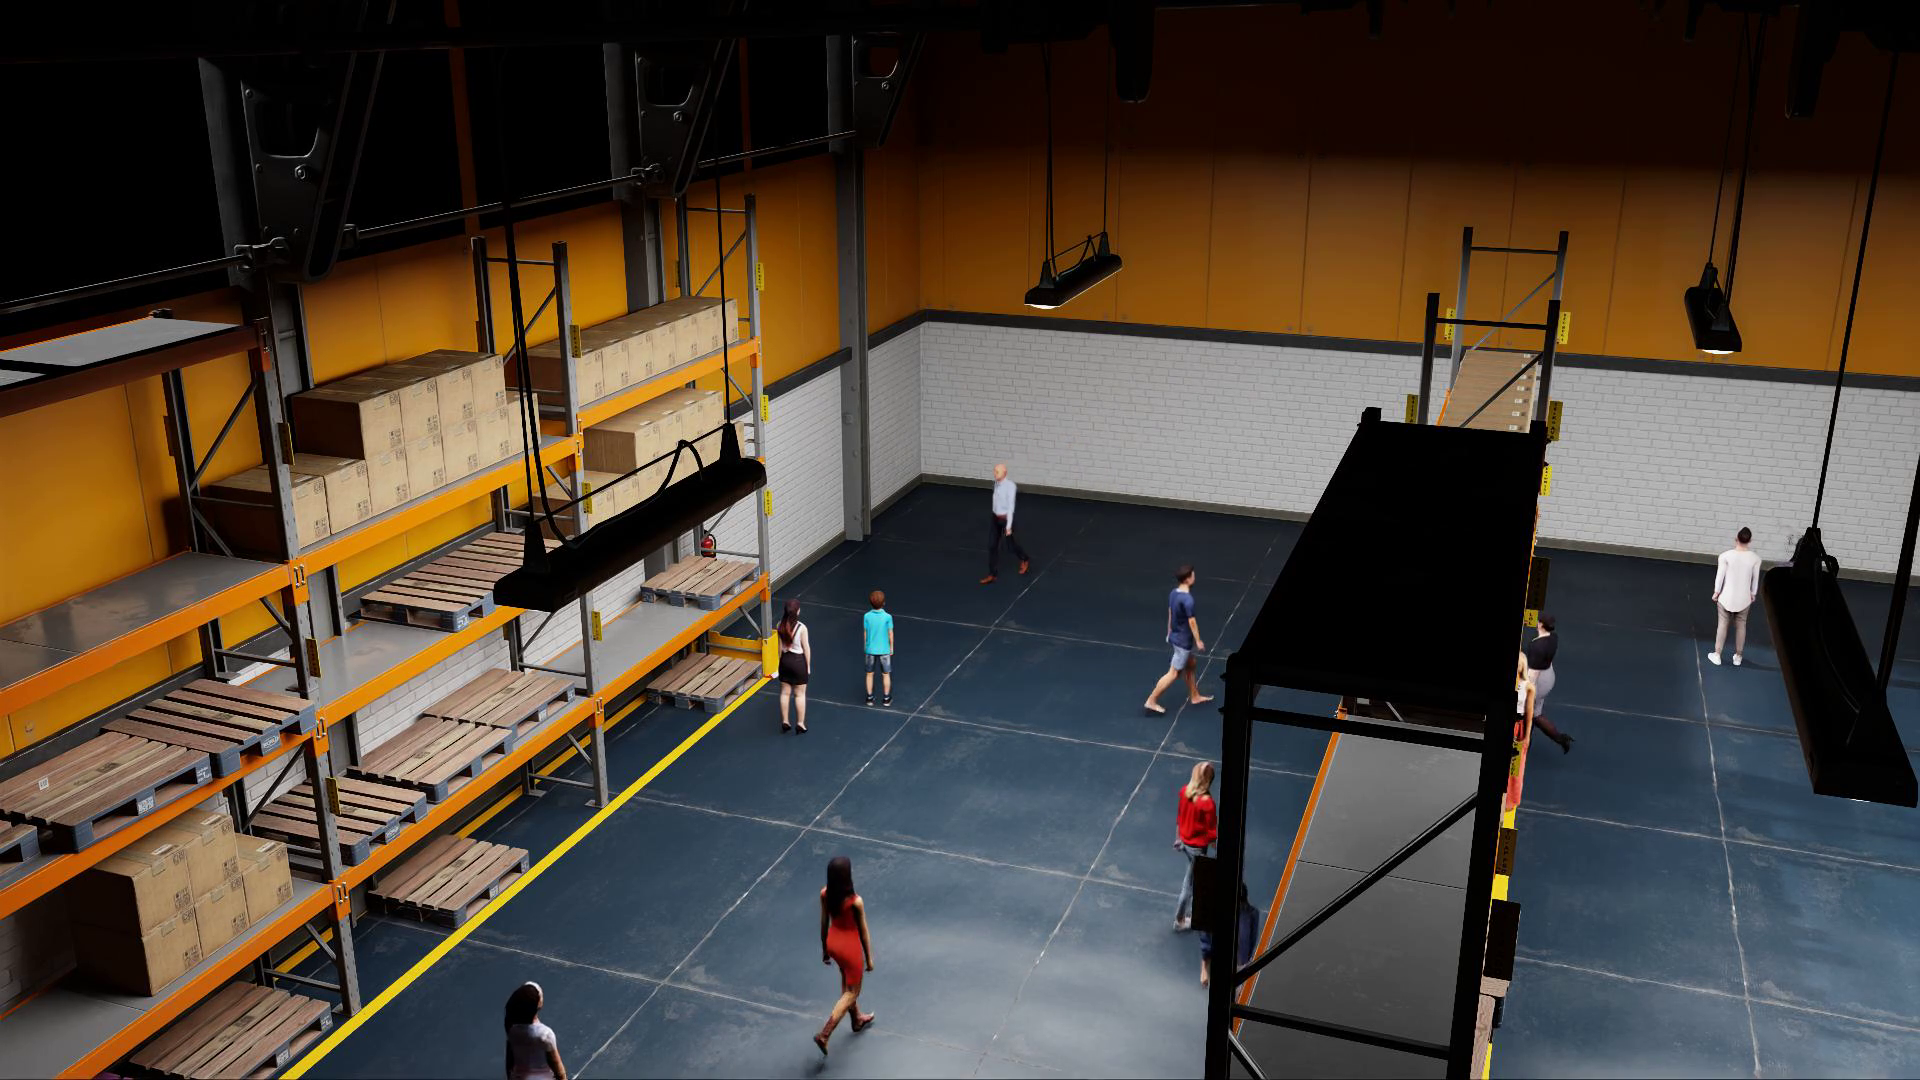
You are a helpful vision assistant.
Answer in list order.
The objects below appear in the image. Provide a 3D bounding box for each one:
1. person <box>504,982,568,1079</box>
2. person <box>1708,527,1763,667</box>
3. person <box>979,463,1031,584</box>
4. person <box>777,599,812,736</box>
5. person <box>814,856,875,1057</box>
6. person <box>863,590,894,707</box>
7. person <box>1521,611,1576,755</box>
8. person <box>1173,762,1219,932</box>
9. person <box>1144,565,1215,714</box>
[{"bbox_3d":[-3.023,3.983,11.620,0.769,1.764,1.231,10,21,27],"label":"person"},{"bbox_3d":[9.904,0.704,21.237,0.696,1.840,0.599,4,19,12],"label":"person"},{"bbox_3d":[0.697,-0.252,24.188,1.237,1.768,0.998,-16,24,-39],"label":"person"},{"bbox_3d":[-1.933,1.465,19.277,0.555,1.648,0.519,5,19,15],"label":"person"},{"bbox_3d":[-0.967,3.383,13.502,0.780,1.700,1.095,12,22,32],"label":"person"},{"bbox_3d":[-0.998,1.297,20.091,0.567,1.448,0.568,1,19,3],"label":"person"},{"bbox_3d":[6.535,1.649,18.586,0.914,1.741,1.007,15,24,38],"label":"person"},{"bbox_3d":[2.078,2.823,15.180,0.886,1.689,0.827,-10,21,-28],"label":"person"},{"bbox_3d":[2.560,1.220,19.756,1.107,1.807,1.179,-5,19,-14],"label":"person"}]
